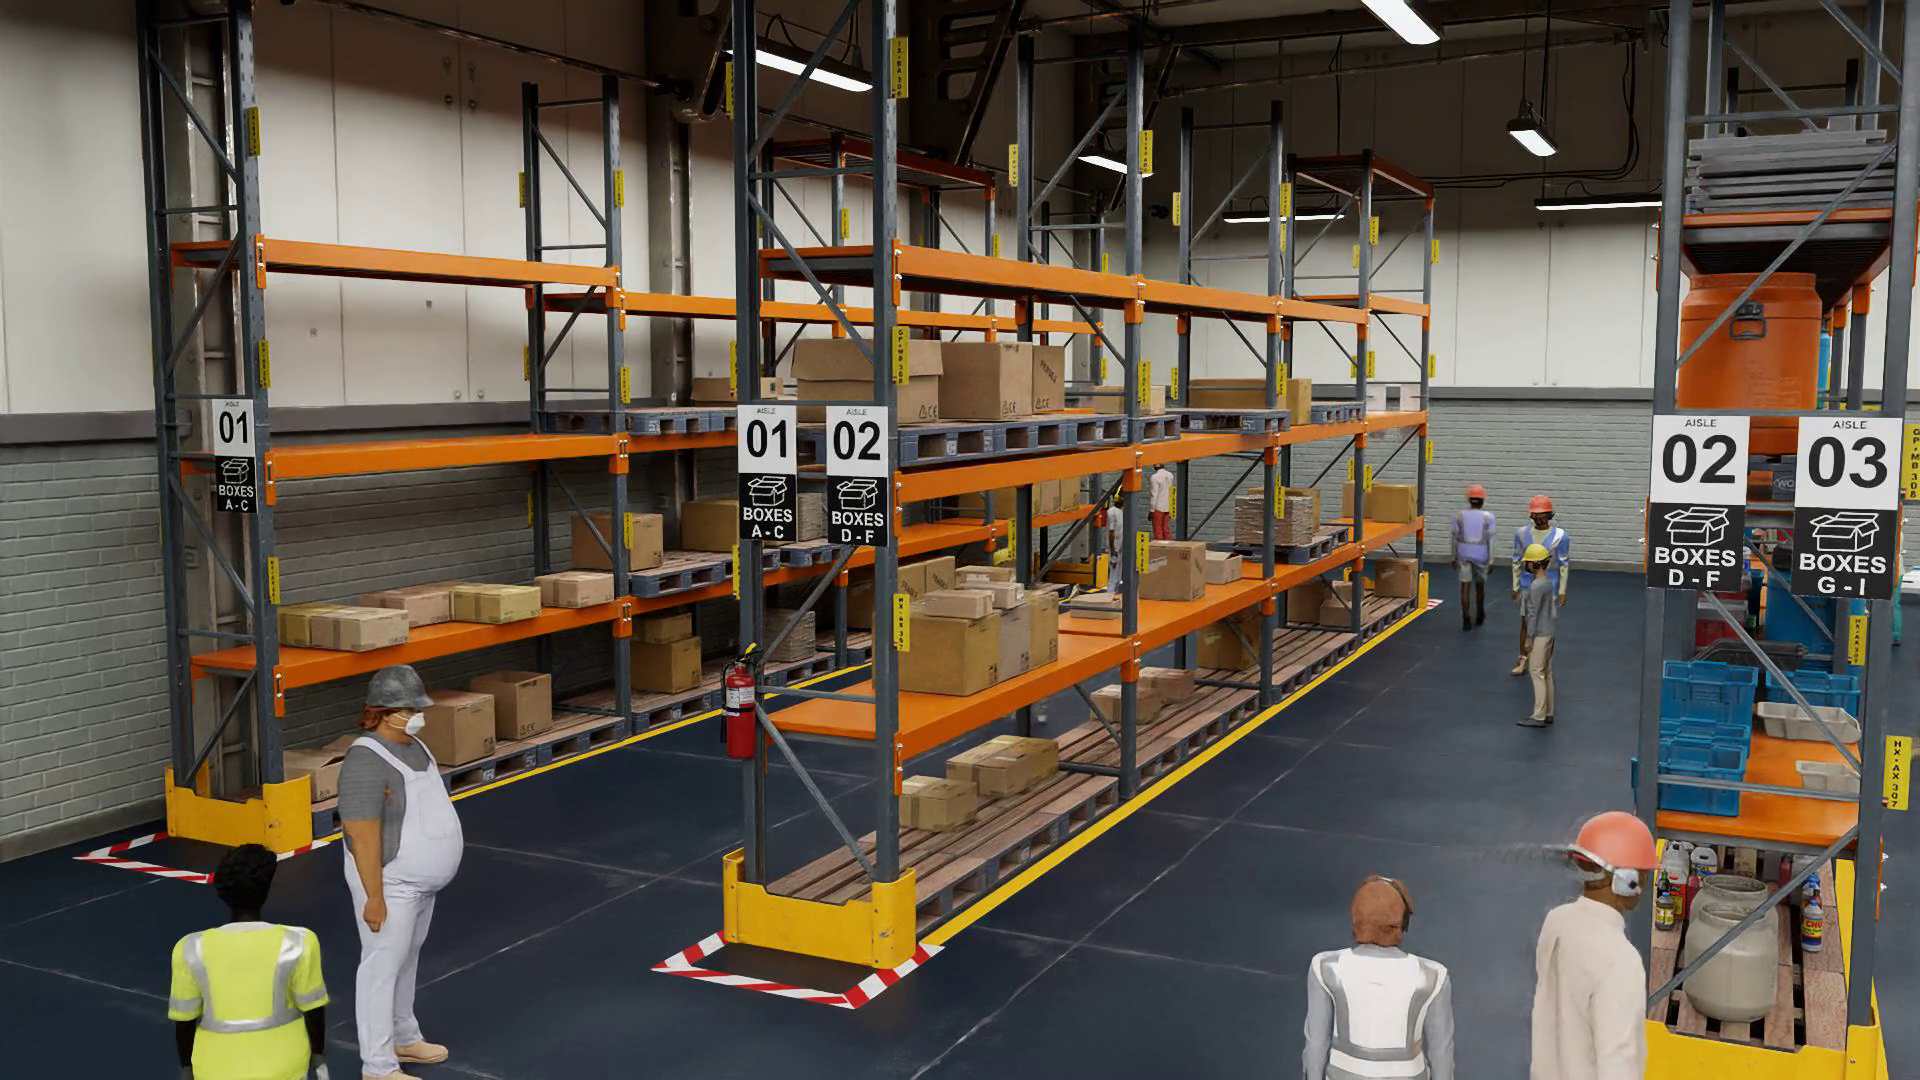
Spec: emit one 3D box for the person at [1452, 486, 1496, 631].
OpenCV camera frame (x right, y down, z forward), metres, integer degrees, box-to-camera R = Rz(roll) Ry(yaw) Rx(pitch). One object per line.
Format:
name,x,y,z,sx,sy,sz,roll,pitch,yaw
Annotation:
person,6.798,0.226,22.005,0.568,1.886,0.976,2,6,23

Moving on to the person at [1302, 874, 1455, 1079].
person,1.480,2.008,5.906,0.523,1.636,0.311,1,6,14

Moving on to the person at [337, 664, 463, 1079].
person,-2.659,1.594,7.984,0.535,2.000,0.686,0,6,1

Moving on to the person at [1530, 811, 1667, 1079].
person,2.184,1.881,5.541,0.691,1.962,0.652,0,6,-3

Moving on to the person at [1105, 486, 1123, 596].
person,2.140,0.187,22.530,0.329,1.865,0.511,2,6,18

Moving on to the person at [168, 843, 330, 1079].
person,-2.599,1.956,6.123,0.541,1.695,0.317,-1,6,-13

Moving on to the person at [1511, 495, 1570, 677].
person,6.416,0.518,18.435,0.605,2.045,0.385,4,7,35

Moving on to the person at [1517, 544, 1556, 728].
person,5.532,0.915,15.966,0.343,1.756,0.518,4,7,31

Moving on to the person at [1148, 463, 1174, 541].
person,3.475,-0.534,28.921,0.384,1.991,0.609,5,8,39

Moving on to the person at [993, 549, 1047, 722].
person,0.490,0.931,16.256,0.567,1.656,0.927,-5,7,-38

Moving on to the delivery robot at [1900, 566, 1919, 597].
delivery robot,13.876,0.623,24.125,0.707,0.478,0.477,4,7,33
